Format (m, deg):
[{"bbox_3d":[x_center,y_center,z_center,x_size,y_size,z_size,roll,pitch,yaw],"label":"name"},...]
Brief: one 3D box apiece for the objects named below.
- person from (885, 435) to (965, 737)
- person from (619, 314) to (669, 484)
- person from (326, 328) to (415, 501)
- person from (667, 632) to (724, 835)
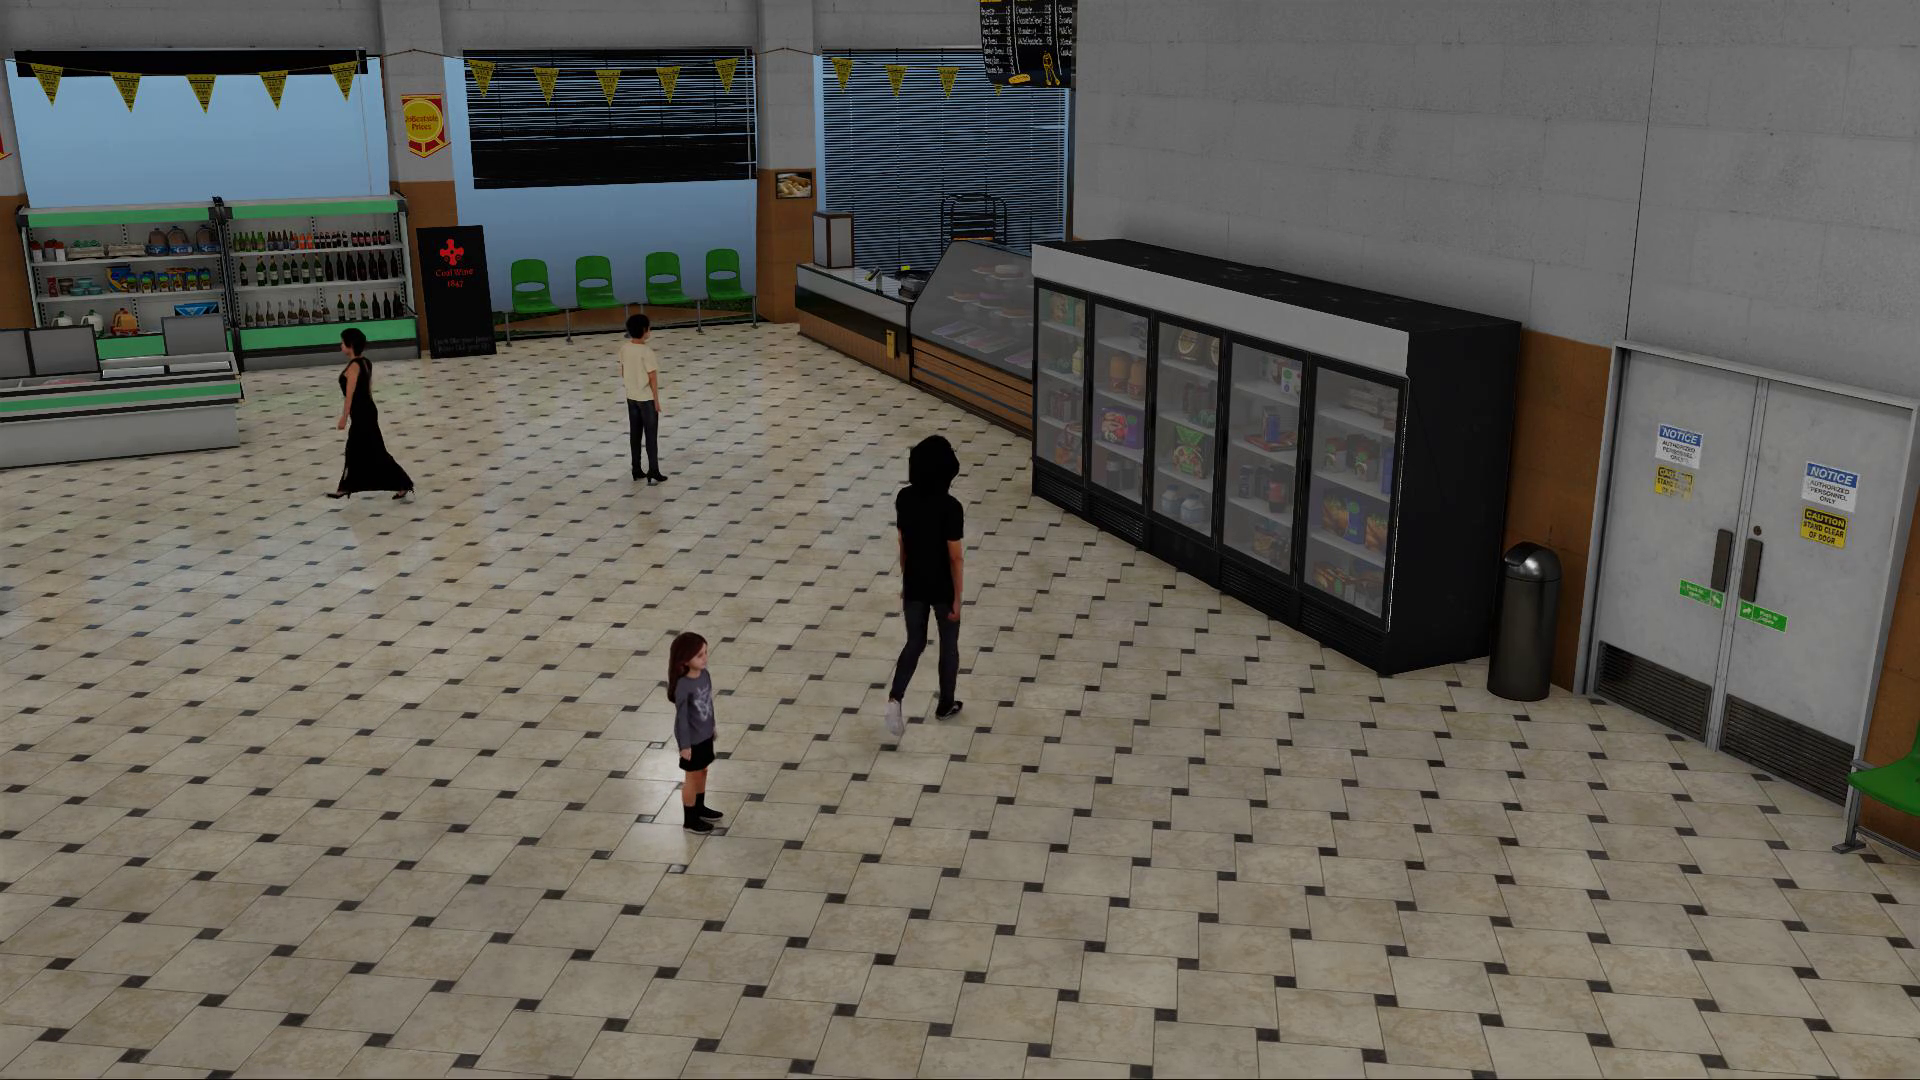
[{"bbox_3d":[-0.232,0.298,9.934,0.989,1.803,1.096,9,19,28],"label":"person"},{"bbox_3d":[-2.995,-1.334,15.674,0.654,1.590,0.654,11,20,32],"label":"person"},{"bbox_3d":[-5.252,-1.076,14.869,1.083,1.564,0.780,-2,17,-7],"label":"person"},{"bbox_3d":[-1.413,0.997,8.834,0.608,1.105,0.553,5,18,16],"label":"person"}]
